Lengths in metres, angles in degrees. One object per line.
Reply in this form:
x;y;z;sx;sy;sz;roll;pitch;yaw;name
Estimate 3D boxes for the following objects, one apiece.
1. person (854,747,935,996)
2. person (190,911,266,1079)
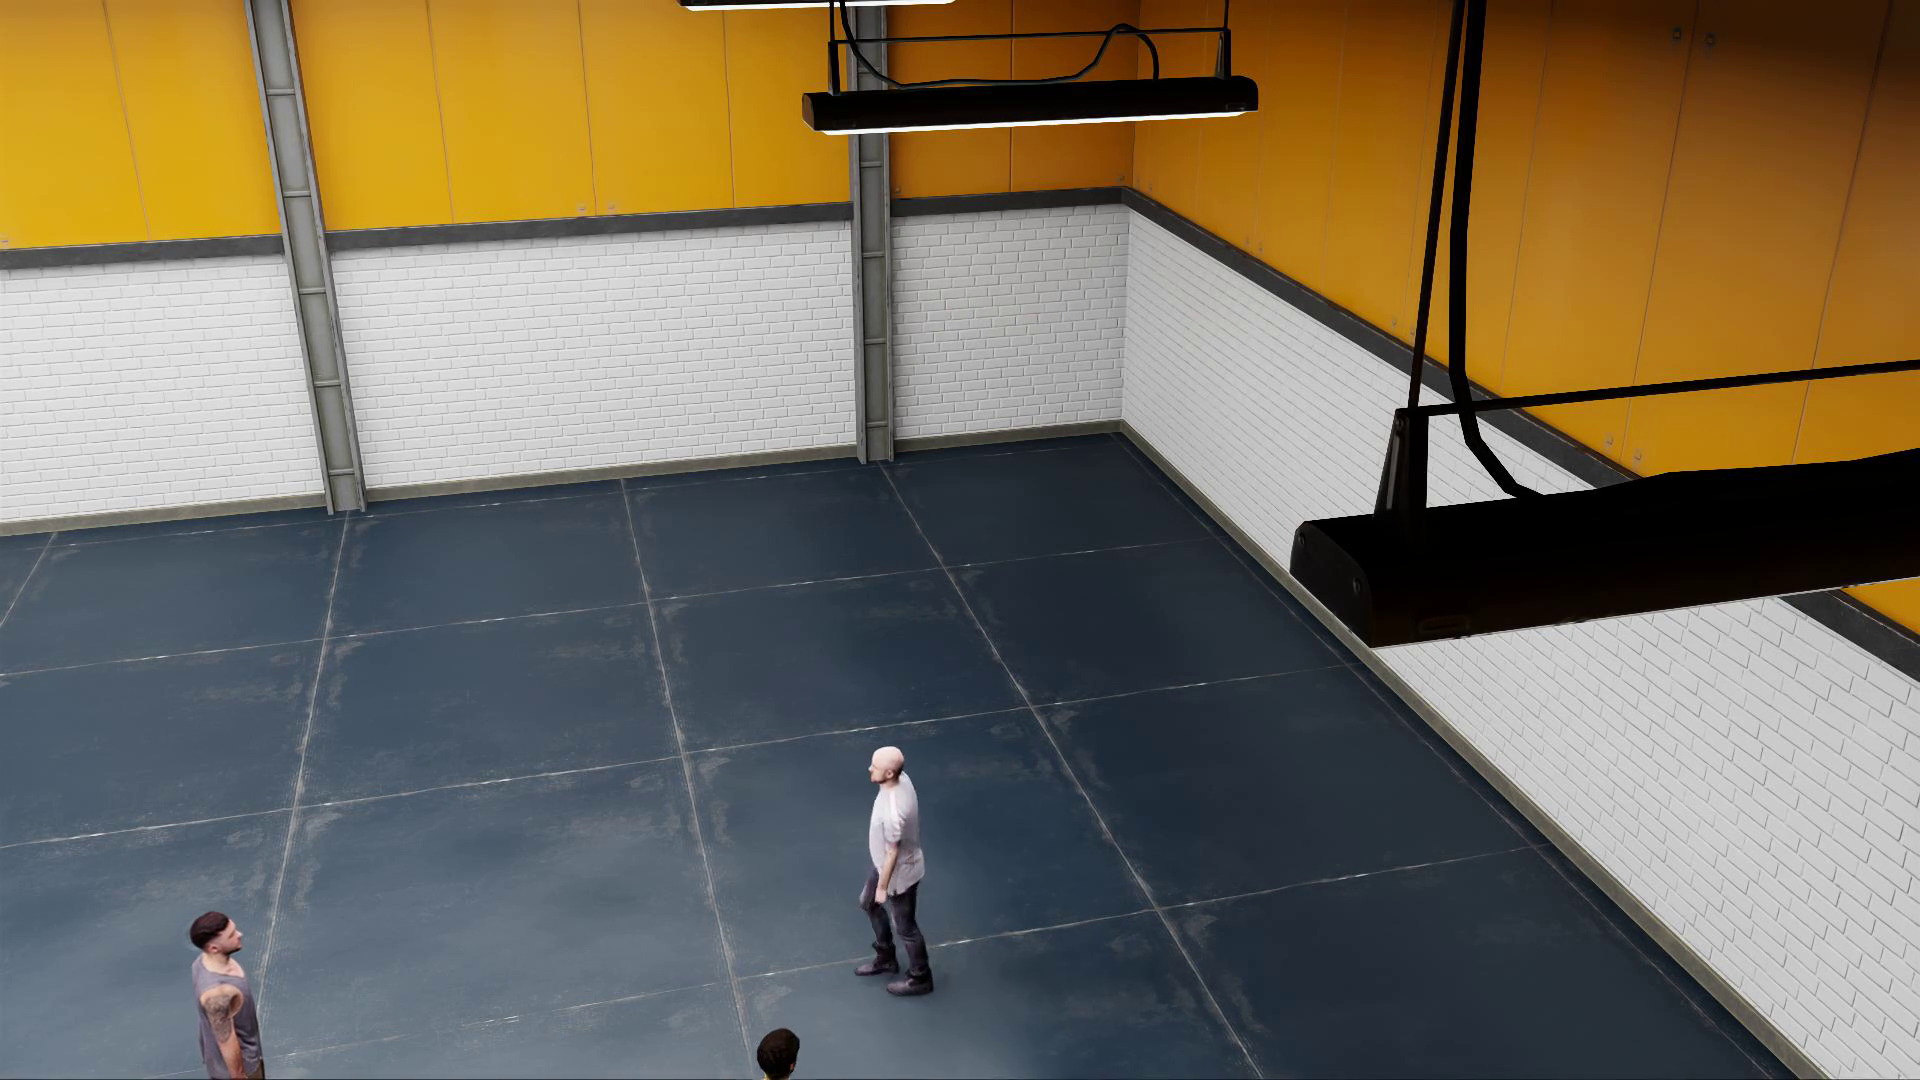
-0.304;2.110;10.580;0.836;1.813;0.774;0;24;-1;person
-3.997;2.815;9.131;0.651;1.843;0.688;-13;27;-28;person
